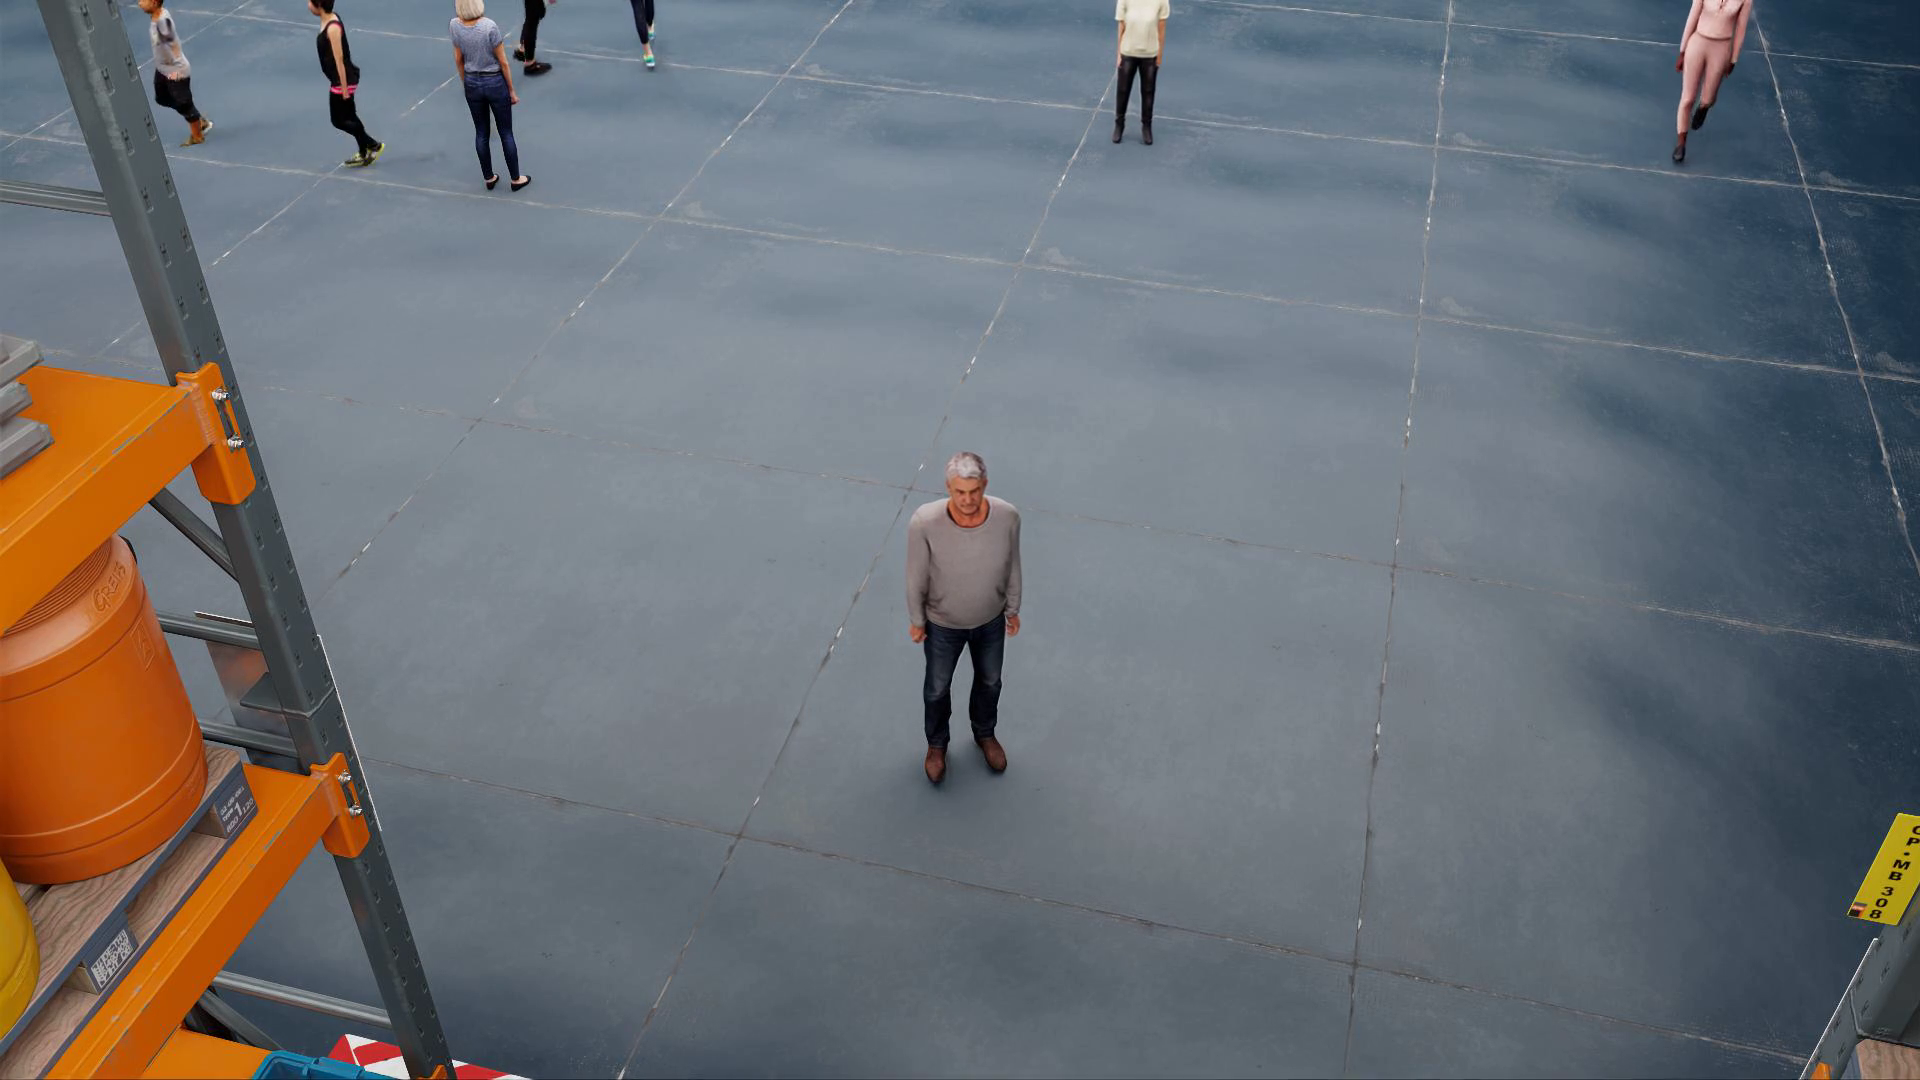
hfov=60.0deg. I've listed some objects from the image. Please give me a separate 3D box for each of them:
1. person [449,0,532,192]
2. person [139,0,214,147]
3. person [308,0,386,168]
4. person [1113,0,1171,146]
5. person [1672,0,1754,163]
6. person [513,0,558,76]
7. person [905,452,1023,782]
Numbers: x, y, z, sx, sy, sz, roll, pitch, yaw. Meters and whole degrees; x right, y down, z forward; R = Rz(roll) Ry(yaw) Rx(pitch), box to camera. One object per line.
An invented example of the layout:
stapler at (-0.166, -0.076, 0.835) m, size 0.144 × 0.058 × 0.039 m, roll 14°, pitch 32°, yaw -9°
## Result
person at (-3.793, -3.631, 13.315) m, size 0.612 × 1.722 × 0.540 m, roll 5°, pitch 38°, yaw 6°
person at (-6.635, -4.081, 14.110) m, size 0.769 × 1.452 × 0.720 m, roll -26°, pitch 45°, yaw -29°
person at (-5.012, -3.808, 13.690) m, size 0.751 × 1.539 × 0.684 m, roll -15°, pitch 40°, yaw -18°
person at (1.511, -4.110, 14.043) m, size 0.616 × 1.580 × 0.546 m, roll 4°, pitch 38°, yaw 6°
person at (6.236, -4.043, 13.855) m, size 0.743 × 1.705 × 1.001 m, roll 17°, pitch 41°, yaw 21°
person at (-4.014, -5.039, 15.144) m, size 0.840 × 1.687 × 0.790 m, roll -28°, pitch 46°, yaw -31°
person at (0.020, 0.349, 8.075) m, size 0.824 × 1.911 × 0.808 m, roll -8°, pitch 39°, yaw -10°
